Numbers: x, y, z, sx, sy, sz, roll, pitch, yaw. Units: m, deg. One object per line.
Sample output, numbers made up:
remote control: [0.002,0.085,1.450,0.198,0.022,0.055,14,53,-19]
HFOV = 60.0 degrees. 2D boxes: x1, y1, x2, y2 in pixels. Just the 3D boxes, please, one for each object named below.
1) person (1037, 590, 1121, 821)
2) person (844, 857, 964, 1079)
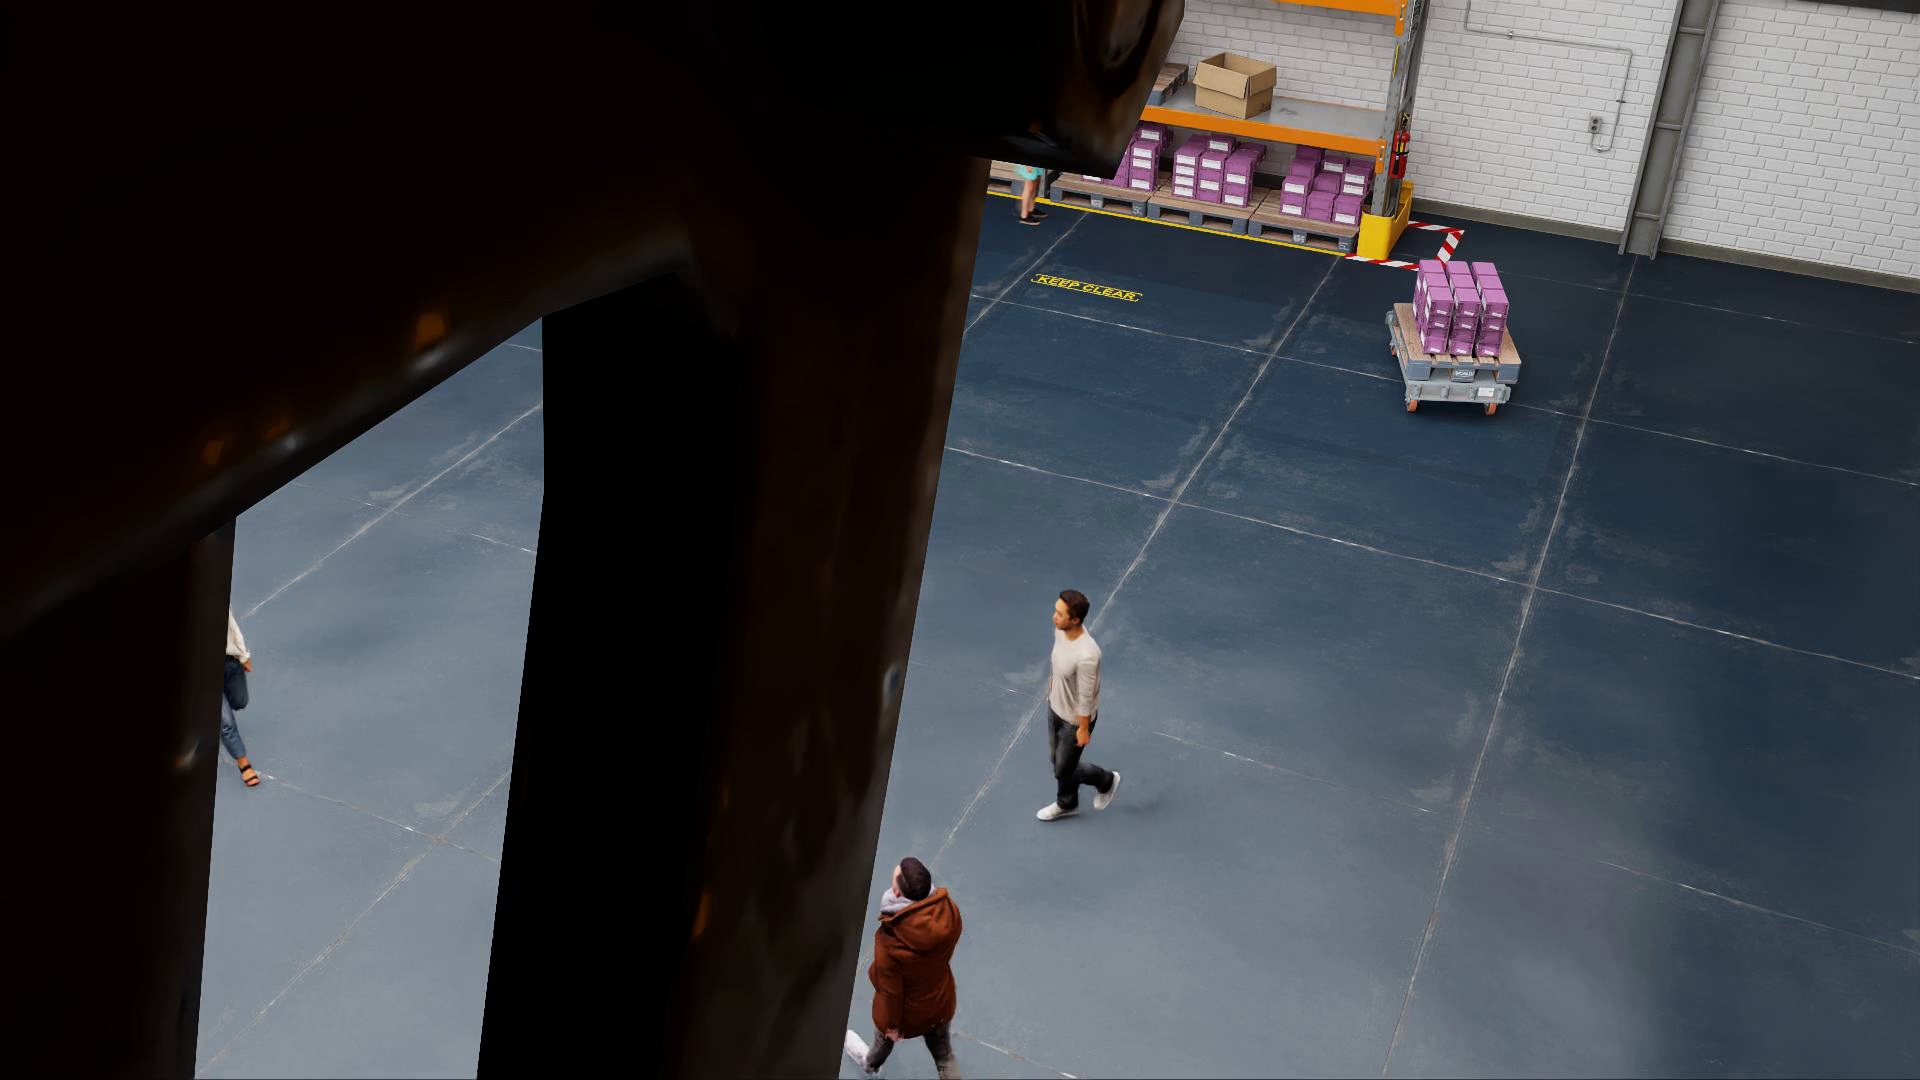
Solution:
person: [0.793,1.067,10.537,0.950,1.798,0.891,-12,35,-17]
person: [-0.160,2.409,8.528,1.014,1.787,1.222,-25,41,-32]
